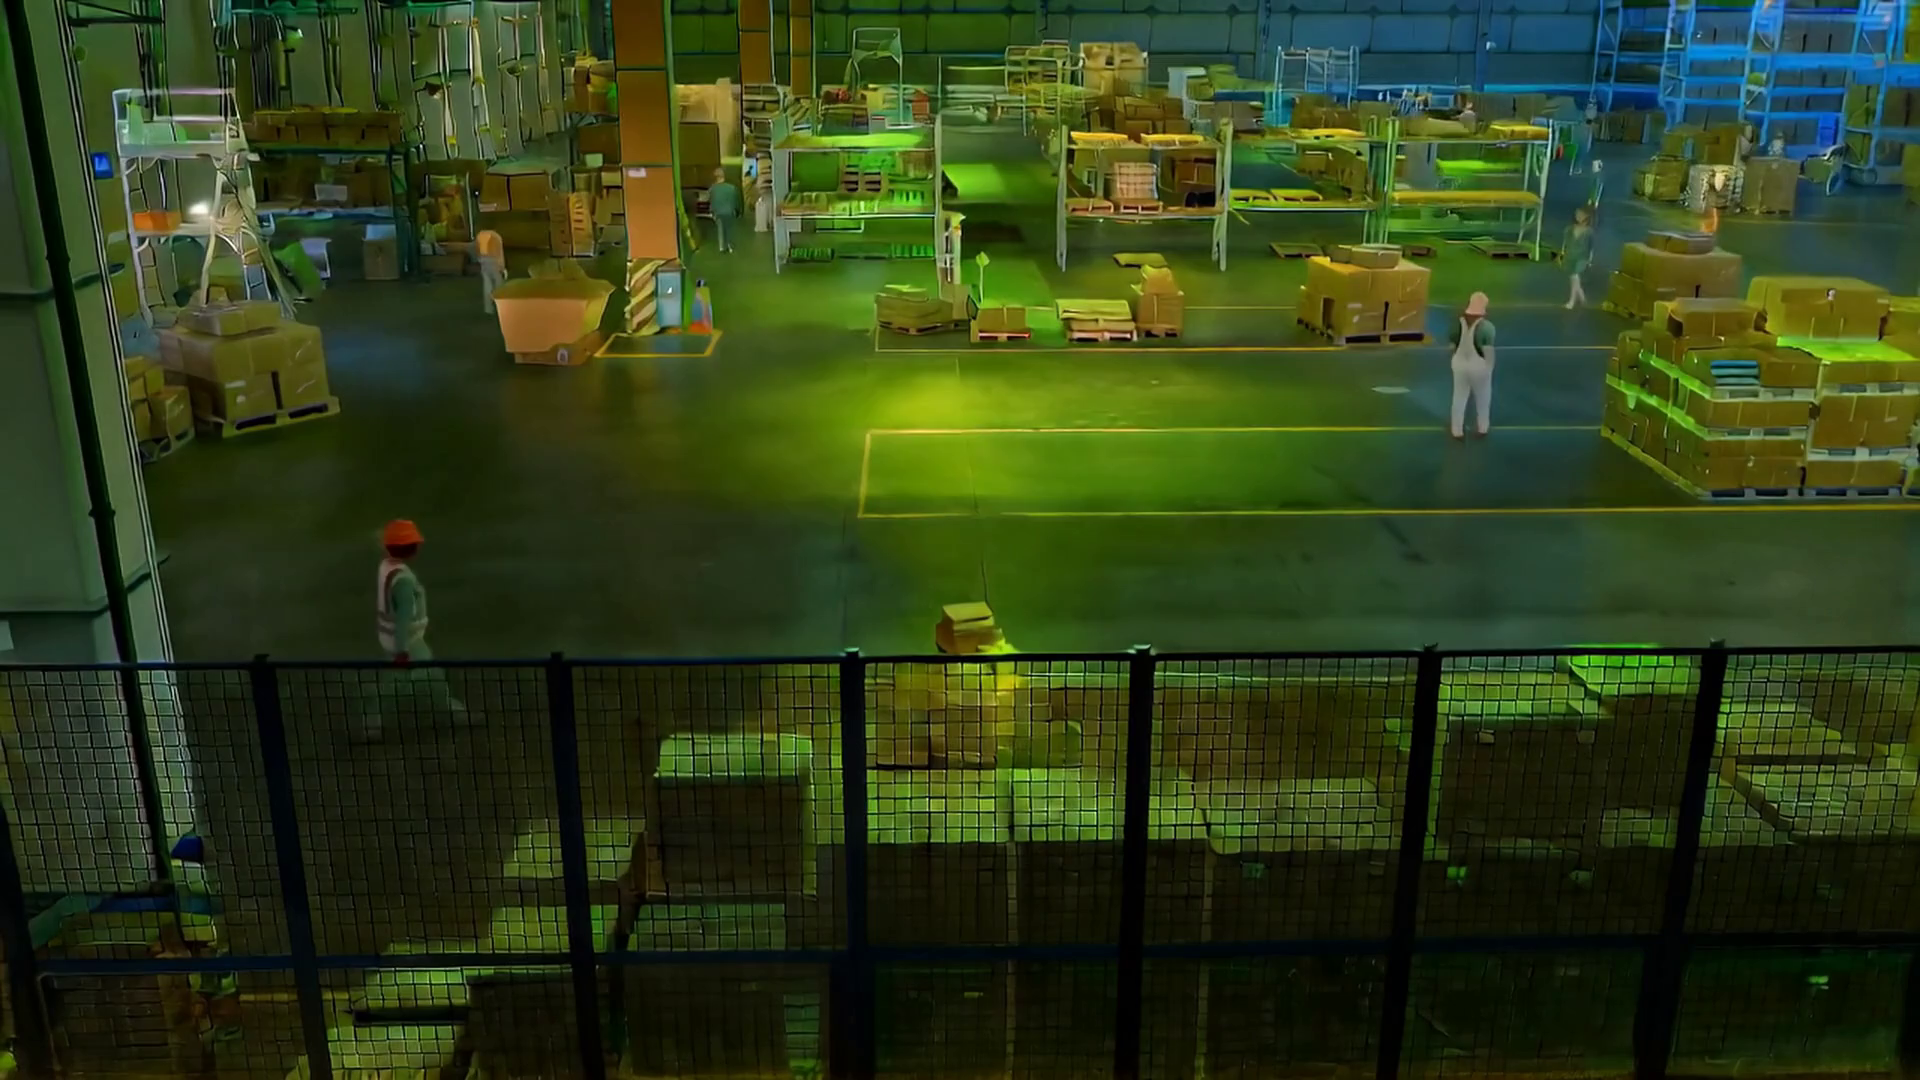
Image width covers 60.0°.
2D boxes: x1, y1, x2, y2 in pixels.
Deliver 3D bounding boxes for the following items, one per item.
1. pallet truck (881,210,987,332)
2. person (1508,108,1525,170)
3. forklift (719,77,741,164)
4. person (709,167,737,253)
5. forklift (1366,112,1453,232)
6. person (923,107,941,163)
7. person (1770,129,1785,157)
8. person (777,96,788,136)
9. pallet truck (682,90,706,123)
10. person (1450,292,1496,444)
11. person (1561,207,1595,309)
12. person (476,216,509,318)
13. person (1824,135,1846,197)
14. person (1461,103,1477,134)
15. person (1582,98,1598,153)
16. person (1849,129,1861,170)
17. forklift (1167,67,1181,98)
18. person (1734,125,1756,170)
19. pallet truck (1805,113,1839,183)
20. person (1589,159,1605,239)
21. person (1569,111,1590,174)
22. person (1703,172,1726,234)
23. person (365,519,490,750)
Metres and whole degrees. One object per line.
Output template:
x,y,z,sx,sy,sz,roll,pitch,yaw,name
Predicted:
-0.493,-4.759,29.349,1.885,1.965,0.823,-13,23,-34,pallet truck
18.044,-13.061,54.076,0.628,1.948,1.047,-6,20,-18,person
-7.685,-13.877,55.039,1.873,2.768,1.129,-1,19,-1,forklift
-5.304,-7.362,37.210,0.604,1.907,0.541,-3,19,-10,person
11.032,-8.978,40.505,1.873,2.768,1.129,-1,19,-2,forklift
-0.933,-13.211,54.514,0.627,1.940,0.372,-10,21,-27,person
24.452,-11.474,49.818,0.315,1.641,0.515,-4,19,-13,person
-6.750,-16.099,63.481,0.535,1.682,0.538,-2,19,-6,person
-9.671,-15.907,62.421,0.823,1.965,1.885,5,19,15,pallet truck
6.807,-2.320,22.049,0.845,2.000,0.692,-17,25,-41,person
11.586,-5.306,31.139,0.560,1.895,0.786,15,24,37,person
-8.396,-4.978,30.271,0.661,1.814,0.784,12,22,31,person
24.860,-10.613,47.177,0.320,1.695,0.537,-4,19,-13,person
17.399,-14.023,57.020,0.647,1.892,1.033,-6,19,-17,person
22.361,-14.734,59.082,0.573,1.893,0.925,0,19,1,person
29.166,-12.927,53.832,0.624,1.838,0.430,-3,19,-8,person
7.822,-15.879,60.978,1.873,2.768,1.129,-1,19,-2,forklift
22.756,-11.104,48.337,0.593,1.898,0.688,-4,19,-11,person
26.403,-11.957,50.702,0.823,1.965,1.885,6,19,16,pallet truck
15.017,-8.063,39.359,0.329,1.865,0.514,0,19,1,person
19.546,-12.526,52.483,0.358,1.937,0.636,-14,23,-35,person
16.212,-6.928,35.832,0.373,1.966,0.607,4,19,12,person
-4.356,0.740,13.197,0.991,1.893,0.633,-11,21,-29,person
